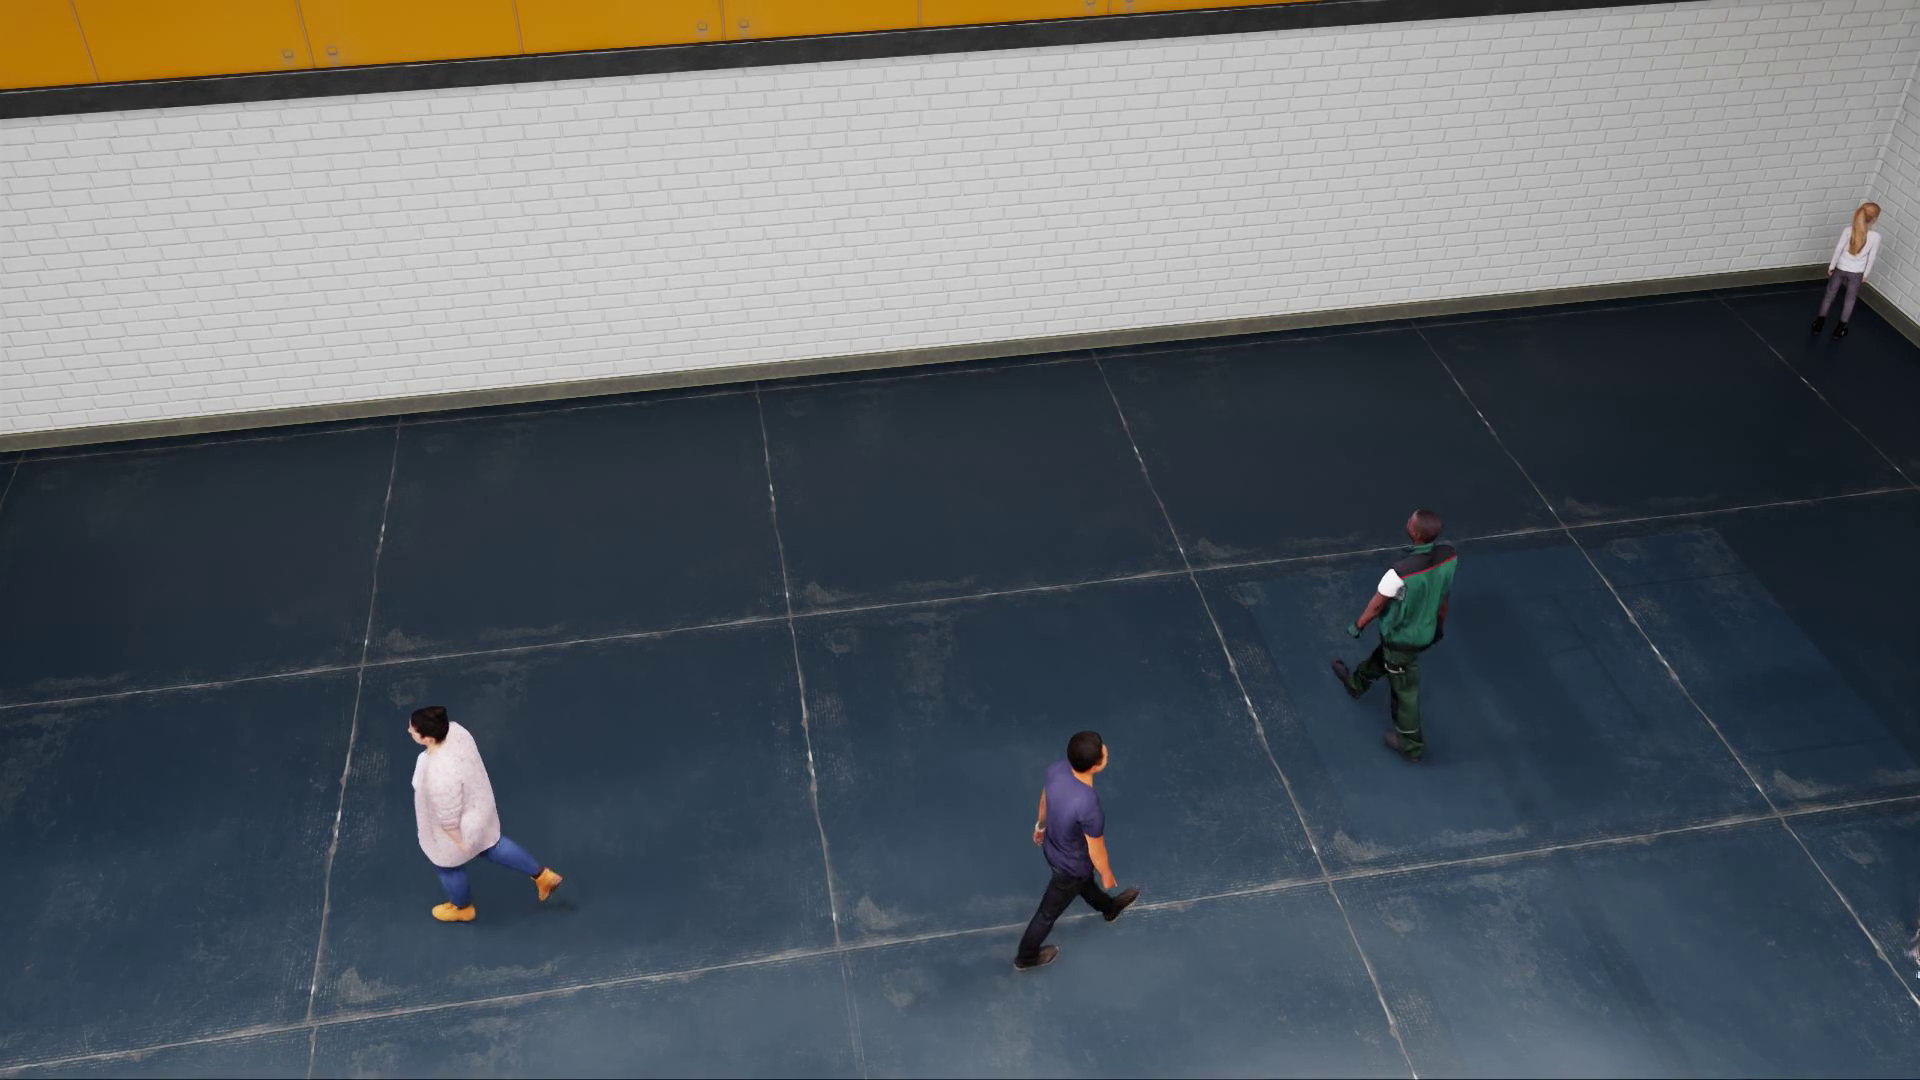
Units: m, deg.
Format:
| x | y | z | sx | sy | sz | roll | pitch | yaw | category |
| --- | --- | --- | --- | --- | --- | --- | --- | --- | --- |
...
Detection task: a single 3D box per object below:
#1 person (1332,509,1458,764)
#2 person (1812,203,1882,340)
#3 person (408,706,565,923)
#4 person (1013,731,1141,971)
| x | y | z | sx | sy | sz | roll | pitch | yaw | category |
| --- | --- | --- | --- | --- | --- | --- | --- | --- | --- |
| 2.870 | 0.652 | 10.491 | 1.012 | 1.784 | 1.270 | -24 | 44 | -27 | person |
| 7.859 | -2.385 | 14.699 | 0.574 | 1.278 | 0.635 | 24 | 44 | 27 | person |
| -2.747 | 1.551 | 9.416 | 0.930 | 1.721 | 1.049 | 4 | 39 | 5 | person |
| 0.514 | 1.767 | 9.124 | 0.897 | 1.748 | 1.093 | -16 | 41 | -19 | person |
